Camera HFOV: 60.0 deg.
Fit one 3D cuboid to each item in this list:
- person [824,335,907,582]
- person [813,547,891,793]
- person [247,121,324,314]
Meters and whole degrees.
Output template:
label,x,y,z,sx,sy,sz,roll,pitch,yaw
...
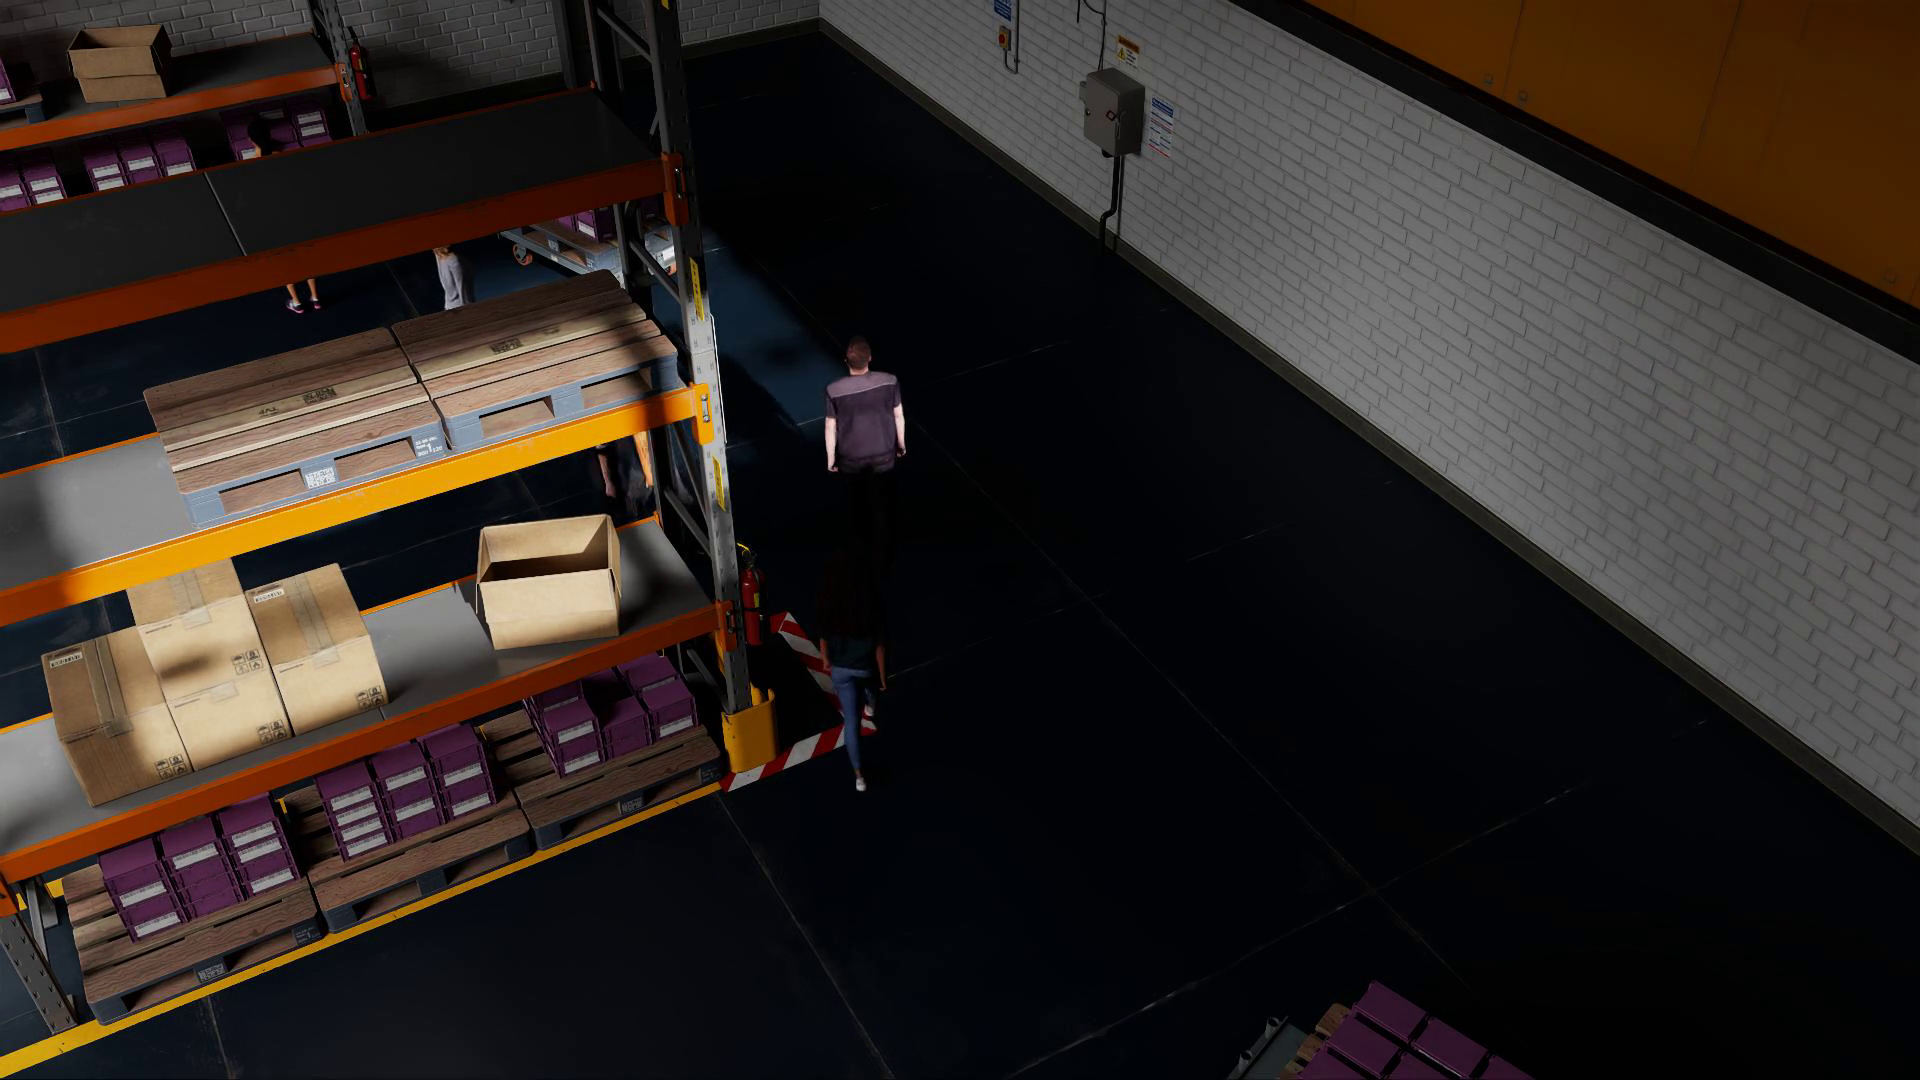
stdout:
label,x,y,z,sx,sy,sz,roll,pitch,yaw
person,-0.625,-0.551,11.410,1.151,1.826,1.060,-4,39,-5
person,-0.636,0.808,9.913,1.114,1.571,1.033,2,39,3
person,-5.806,-2.759,14.258,0.474,1.722,0.626,-23,44,-26
